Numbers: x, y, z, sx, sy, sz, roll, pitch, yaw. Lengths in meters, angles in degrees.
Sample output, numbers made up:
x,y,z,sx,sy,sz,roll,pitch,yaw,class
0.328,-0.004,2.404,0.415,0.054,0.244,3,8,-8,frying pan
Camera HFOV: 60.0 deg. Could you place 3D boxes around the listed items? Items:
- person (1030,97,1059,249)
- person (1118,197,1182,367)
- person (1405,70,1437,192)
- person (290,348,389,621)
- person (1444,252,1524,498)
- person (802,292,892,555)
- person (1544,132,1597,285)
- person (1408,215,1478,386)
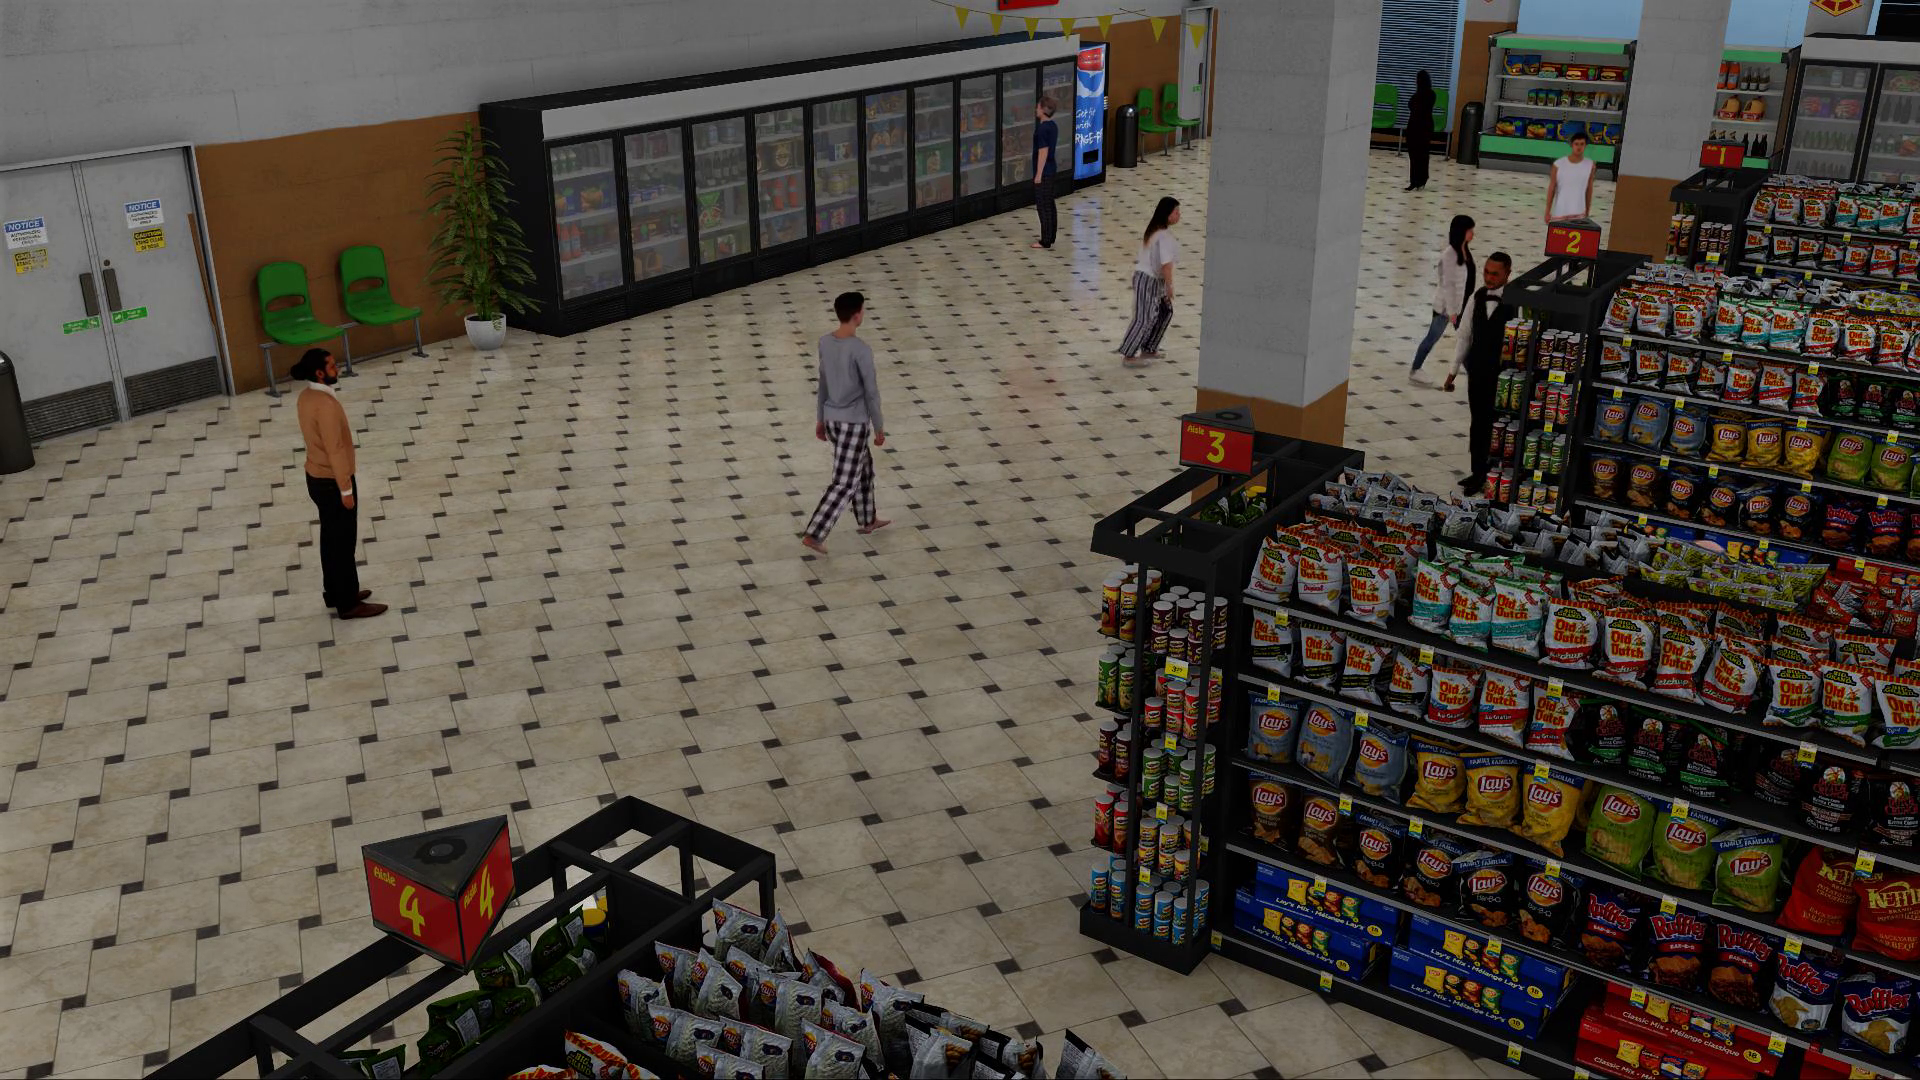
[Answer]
x,y,z,sx,sy,sz,roll,pitch,yaw,class
1.085,-4.671,21.132,0.641,1.871,0.716,8,23,19,person
1.780,-2.461,15.946,0.957,1.638,0.893,-5,22,-11,person
6.923,-6.144,24.952,0.629,1.756,0.682,18,28,37,person
-3.992,-0.365,10.575,0.792,1.753,0.631,-15,26,-33,person
4.093,-1.251,12.603,1.017,1.885,0.876,-13,25,-29,person
-0.838,-0.766,11.501,1.101,1.806,0.773,19,29,39,person
6.959,-3.758,19.004,1.081,1.763,0.914,7,23,17,person
4.424,-2.153,15.239,1.072,1.592,0.698,17,28,36,person
